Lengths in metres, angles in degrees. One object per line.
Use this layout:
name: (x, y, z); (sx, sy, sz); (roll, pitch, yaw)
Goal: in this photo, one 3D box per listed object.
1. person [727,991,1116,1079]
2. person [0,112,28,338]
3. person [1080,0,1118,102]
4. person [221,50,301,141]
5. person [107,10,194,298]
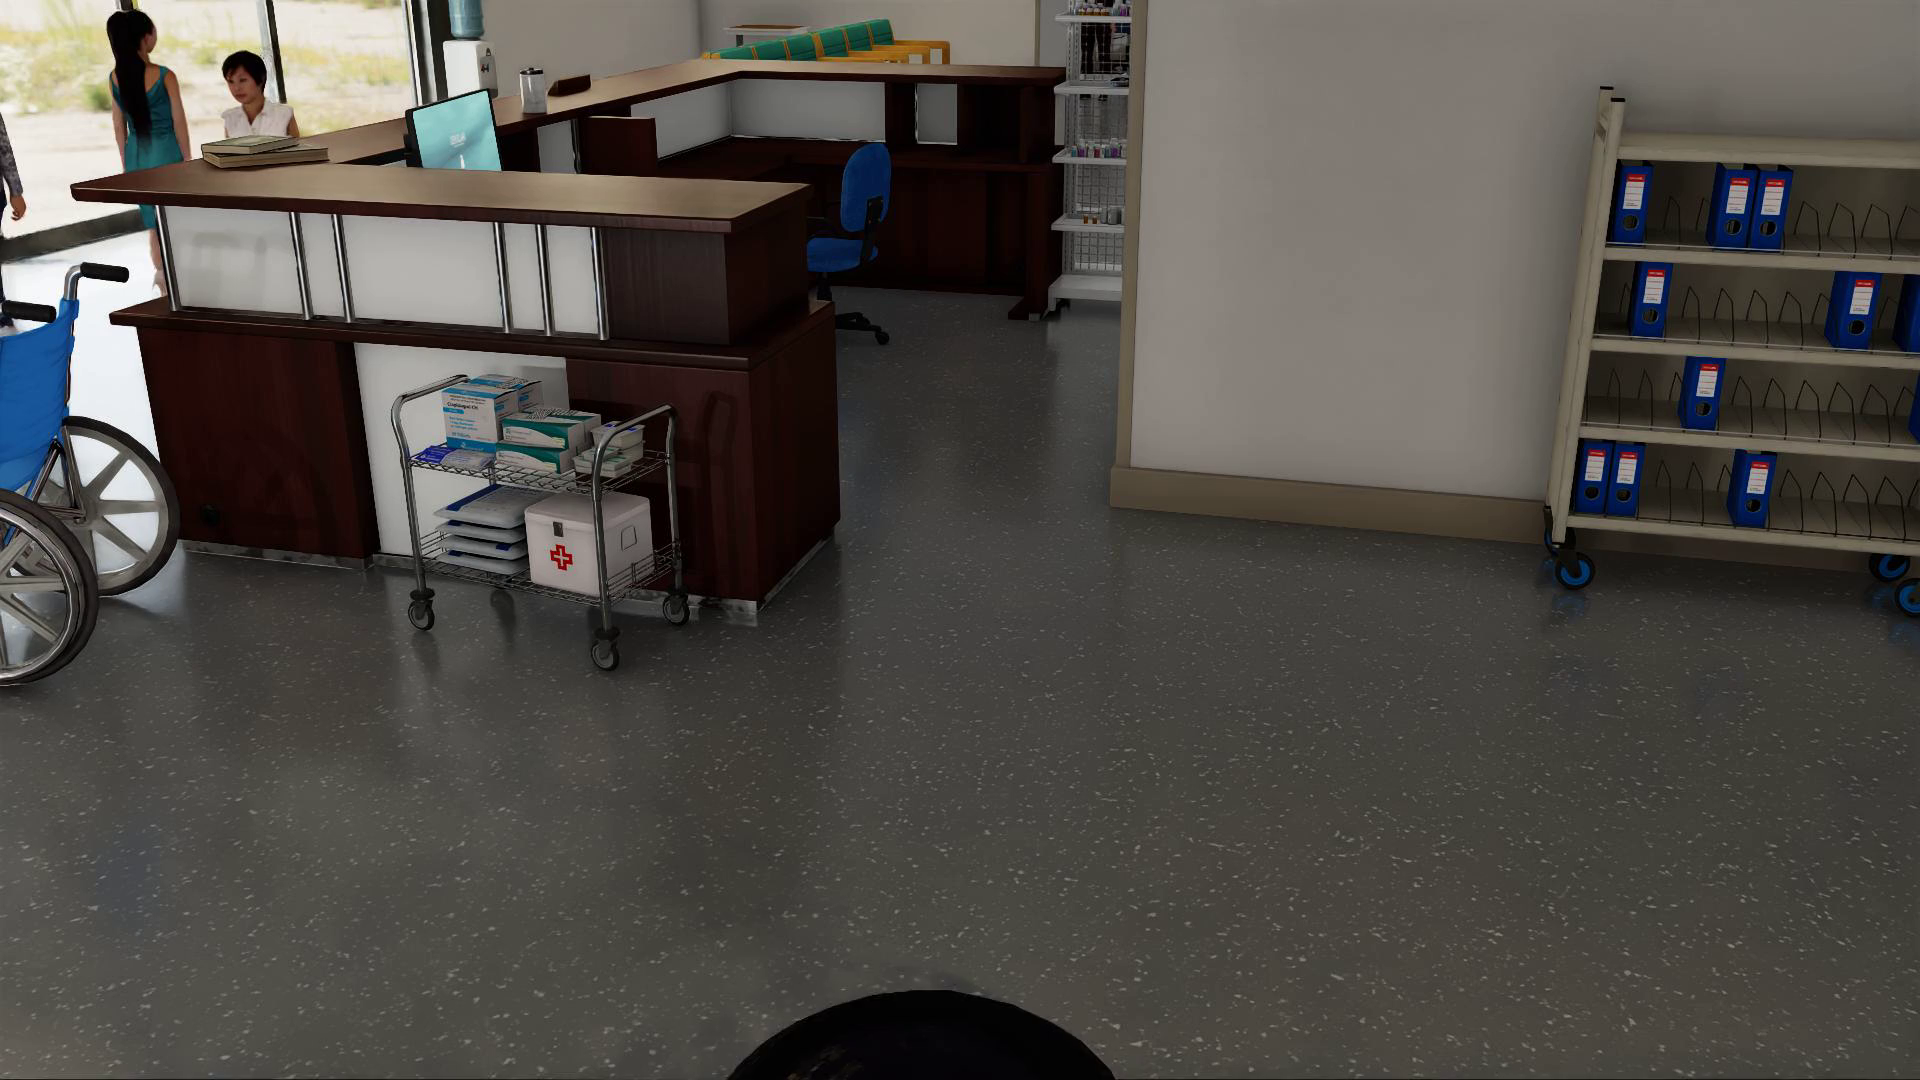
person: (-0.085, 1.013, 1.137); (0.815, 1.661, 0.809); (16, 26, 36)
person: (-4.974, -1.767, 8.425); (1.040, 1.699, 0.952); (-2, 21, -5)
person: (1.659, -6.283, 20.115); (0.631, 1.863, 0.796); (11, 23, 27)
person: (-3.445, -1.678, 8.414); (0.718, 1.539, 0.749); (-1, 21, -4)
person: (-4.391, -1.984, 9.034); (0.700, 1.672, 0.728); (0, 21, -1)
